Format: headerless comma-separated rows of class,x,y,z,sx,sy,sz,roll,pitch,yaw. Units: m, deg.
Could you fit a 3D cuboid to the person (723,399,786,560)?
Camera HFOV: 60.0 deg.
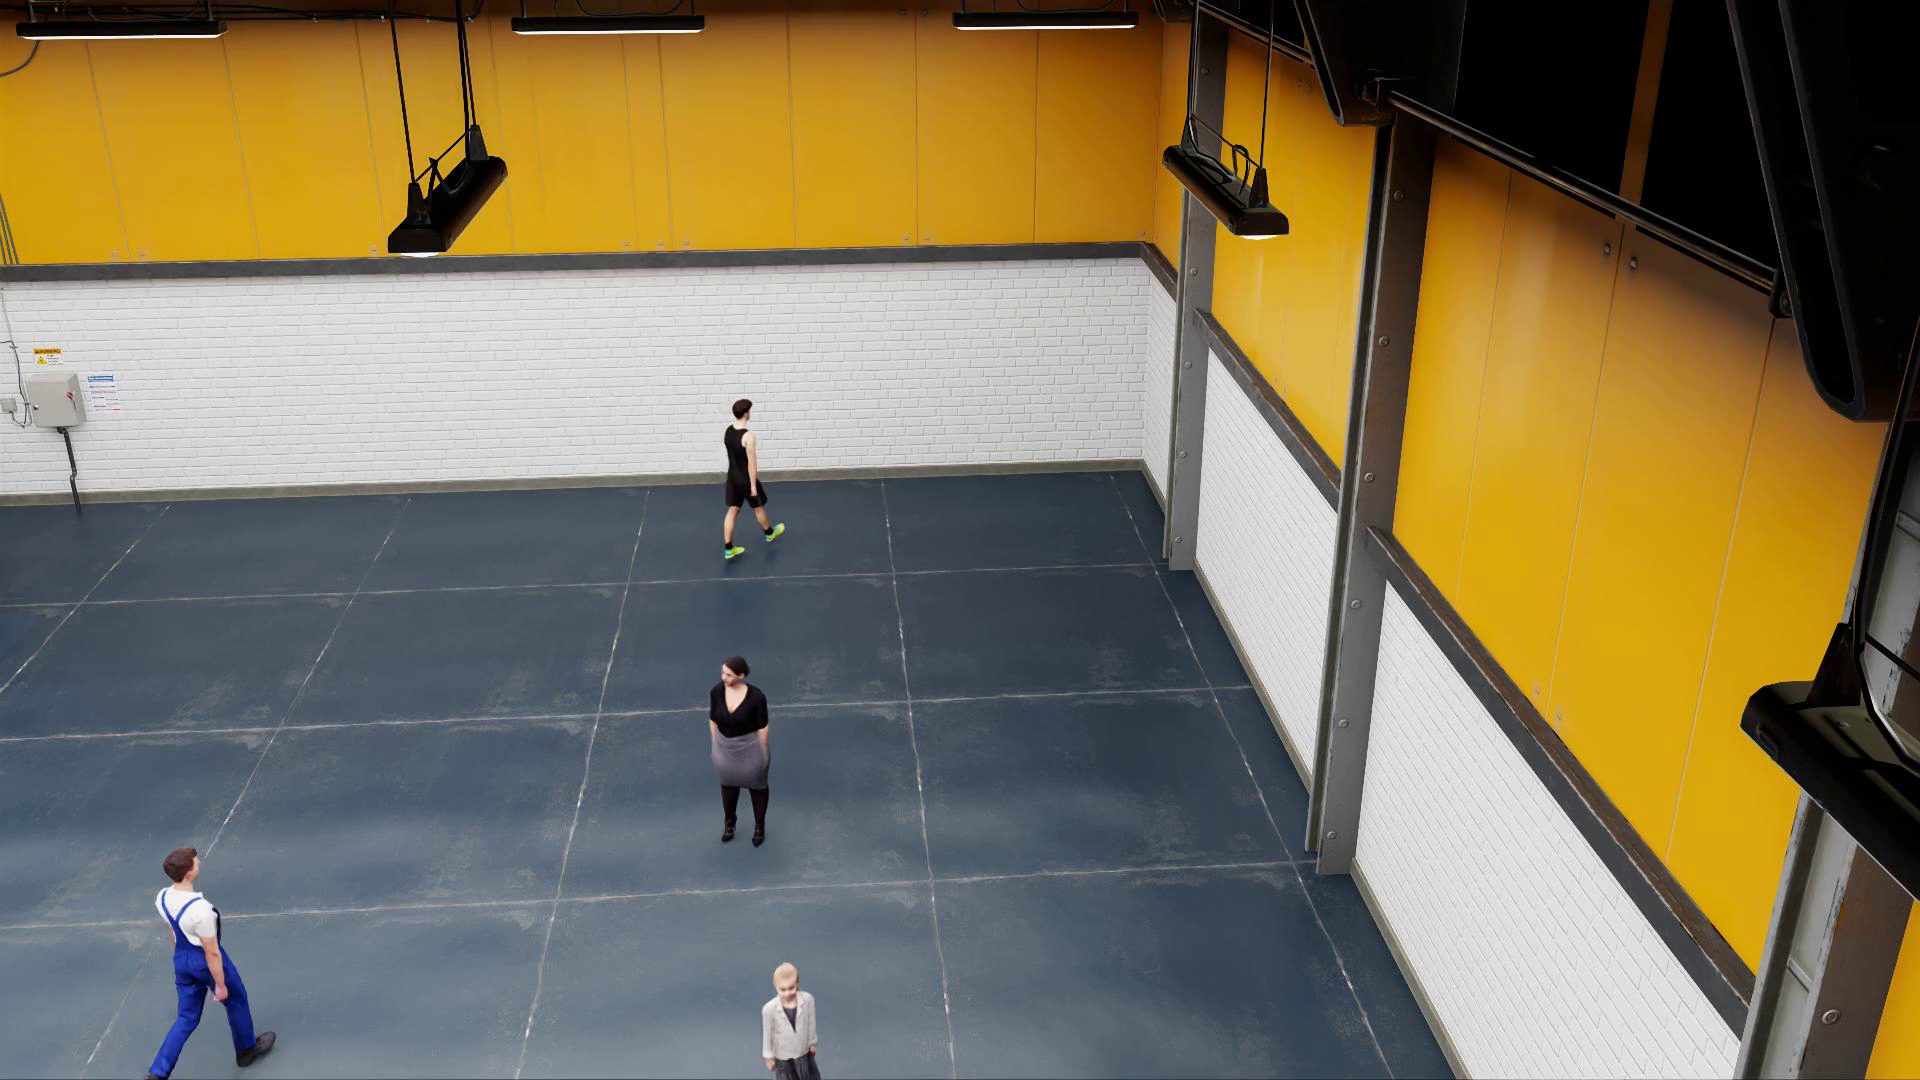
person,-2.555,-0.658,19.087,1.166,1.839,1.257,17,29,33

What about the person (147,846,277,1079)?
person,-5.092,2.893,10.988,1.056,1.820,1.301,11,26,23

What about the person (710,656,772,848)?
person,-1.807,1.724,13.741,0.747,1.757,0.745,7,24,15

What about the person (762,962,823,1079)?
person,-1.105,3.268,10.823,0.560,1.265,0.596,-6,24,-14
